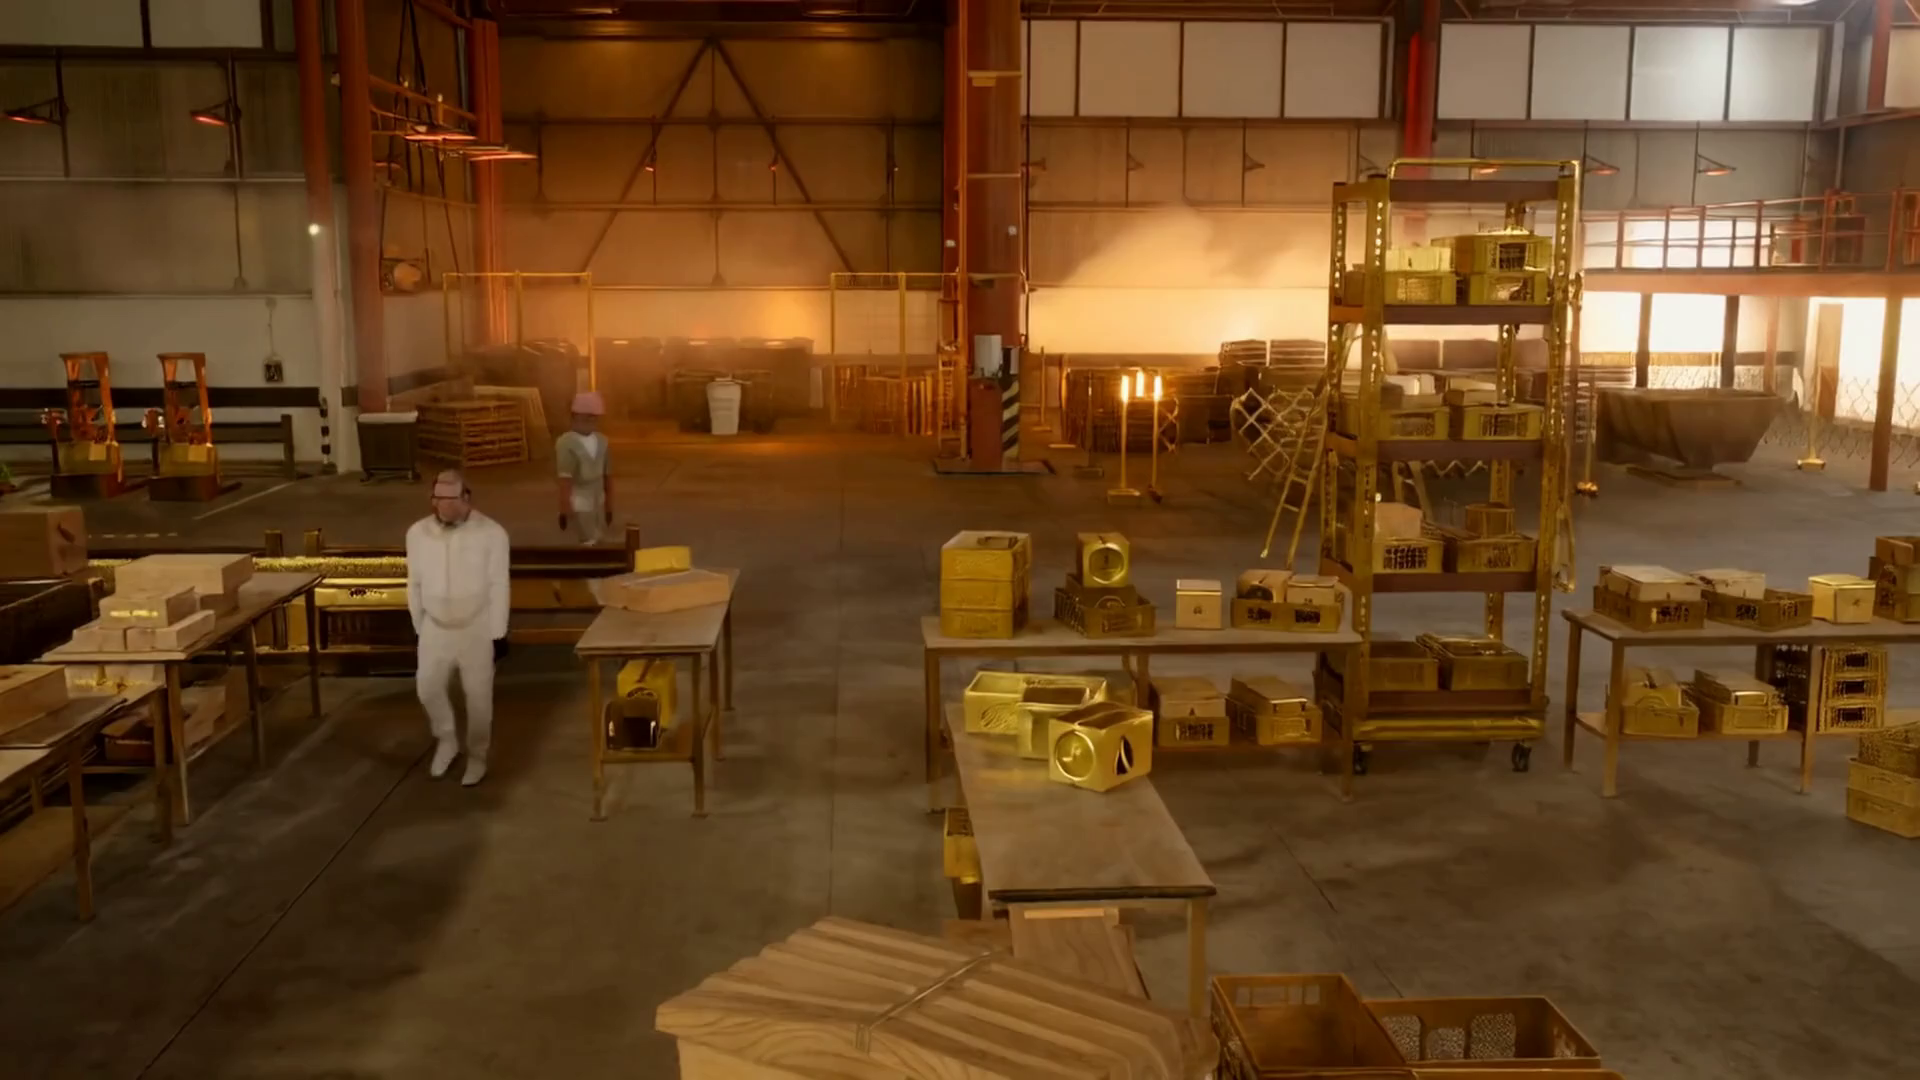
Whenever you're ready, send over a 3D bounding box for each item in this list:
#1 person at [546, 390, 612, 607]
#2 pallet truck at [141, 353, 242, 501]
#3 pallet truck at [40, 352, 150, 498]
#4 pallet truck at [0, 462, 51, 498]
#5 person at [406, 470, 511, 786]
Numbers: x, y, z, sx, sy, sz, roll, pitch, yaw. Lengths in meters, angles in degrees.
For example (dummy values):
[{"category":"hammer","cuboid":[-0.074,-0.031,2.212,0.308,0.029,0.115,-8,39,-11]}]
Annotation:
[{"category":"person","cuboid":[-3.359,-0.317,14.745,0.607,2.027,0.637,6,11,33]},{"category":"pallet truck","cuboid":[-10.520,-1.604,22.925,0.823,1.965,1.885,-1,9,-6]},{"category":"pallet truck","cuboid":[-11.907,-1.642,23.165,0.823,1.965,1.885,0,9,0]},{"category":"pallet truck","cuboid":[-13.193,-1.293,23.148,0.653,1.274,1.630,-1,9,-4]},{"category":"person","cuboid":[-2.979,0.527,9.871,0.643,1.893,0.424,0,9,1]}]
